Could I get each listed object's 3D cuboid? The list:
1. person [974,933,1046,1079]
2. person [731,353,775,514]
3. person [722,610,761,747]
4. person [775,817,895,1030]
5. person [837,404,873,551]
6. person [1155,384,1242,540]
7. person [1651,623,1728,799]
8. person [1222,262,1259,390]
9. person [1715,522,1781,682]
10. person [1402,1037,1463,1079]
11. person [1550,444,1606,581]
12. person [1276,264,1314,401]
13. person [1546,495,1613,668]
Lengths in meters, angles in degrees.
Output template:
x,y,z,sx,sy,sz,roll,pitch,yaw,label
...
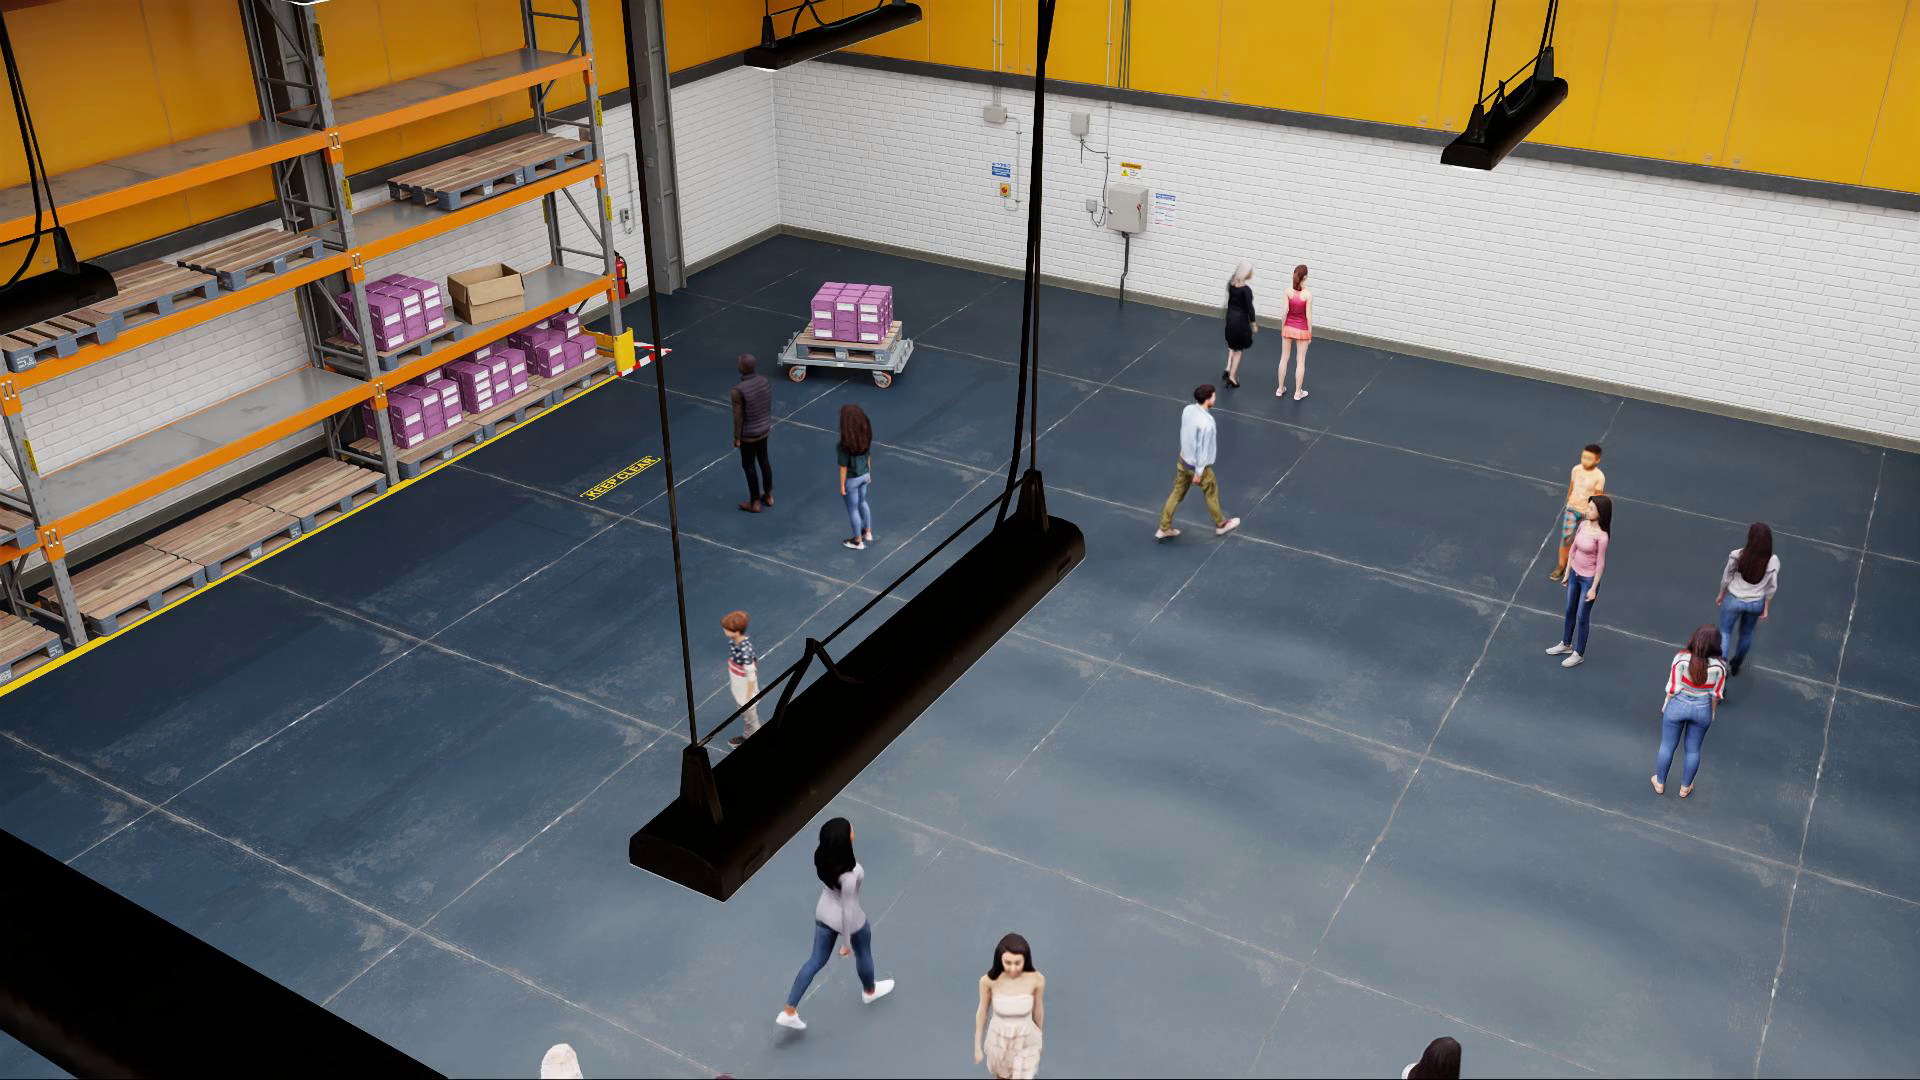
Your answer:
x,y,z,sx,sy,sz,roll,pitch,yaw,label
0.324,3.115,10.454,0.891,1.711,1.097,1,29,1,person
-2.263,-1.184,18.205,0.796,1.836,0.556,22,35,34,person
-1.845,1.216,14.216,0.629,1.443,0.587,-10,30,-18,person
-0.915,2.637,11.343,1.241,1.701,0.895,-22,35,-34,person
-1.102,-0.664,17.486,0.686,1.612,0.563,24,37,37,person
2.393,-0.779,17.540,1.265,1.762,1.141,-11,30,-19,person
6.015,1.392,13.716,0.631,1.612,0.561,10,30,17,person
3.505,-2.691,21.081,0.792,1.728,0.756,-17,33,-28,person
7.130,0.615,15.143,0.750,1.611,0.966,9,30,16,person
2.690,3.548,9.593,0.601,1.775,0.638,-25,37,-38,person
6.397,-0.310,17.018,0.682,1.439,0.991,25,37,37,person
4.232,-2.632,20.947,0.554,1.754,0.549,16,32,27,person
5.805,0.365,15.465,0.703,1.742,0.648,-8,30,-14,person
